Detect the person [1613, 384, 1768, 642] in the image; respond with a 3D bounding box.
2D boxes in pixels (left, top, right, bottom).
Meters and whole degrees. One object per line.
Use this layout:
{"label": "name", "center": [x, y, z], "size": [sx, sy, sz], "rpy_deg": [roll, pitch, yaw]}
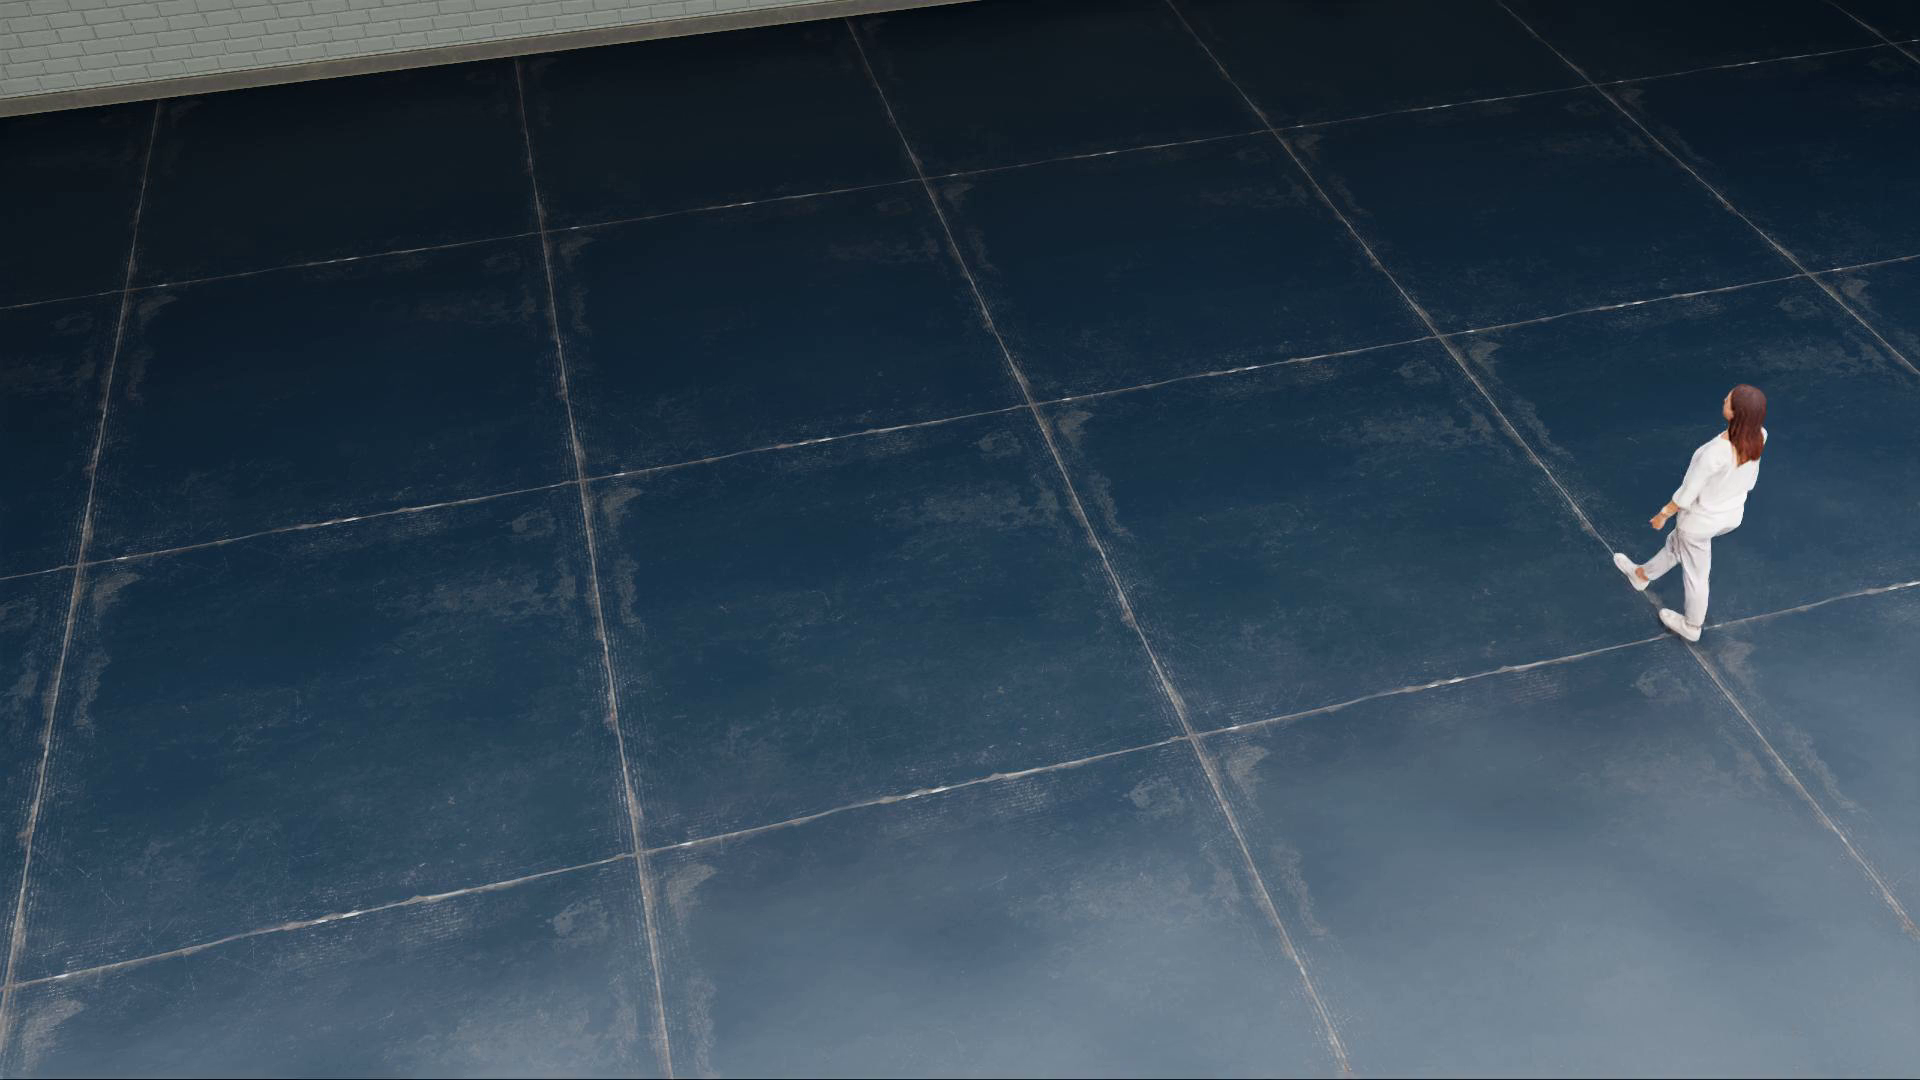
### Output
{"label": "person", "center": [4.145, -0.097, 9.069], "size": [0.825, 1.666, 1.012], "rpy_deg": [-25, 49, -25]}
